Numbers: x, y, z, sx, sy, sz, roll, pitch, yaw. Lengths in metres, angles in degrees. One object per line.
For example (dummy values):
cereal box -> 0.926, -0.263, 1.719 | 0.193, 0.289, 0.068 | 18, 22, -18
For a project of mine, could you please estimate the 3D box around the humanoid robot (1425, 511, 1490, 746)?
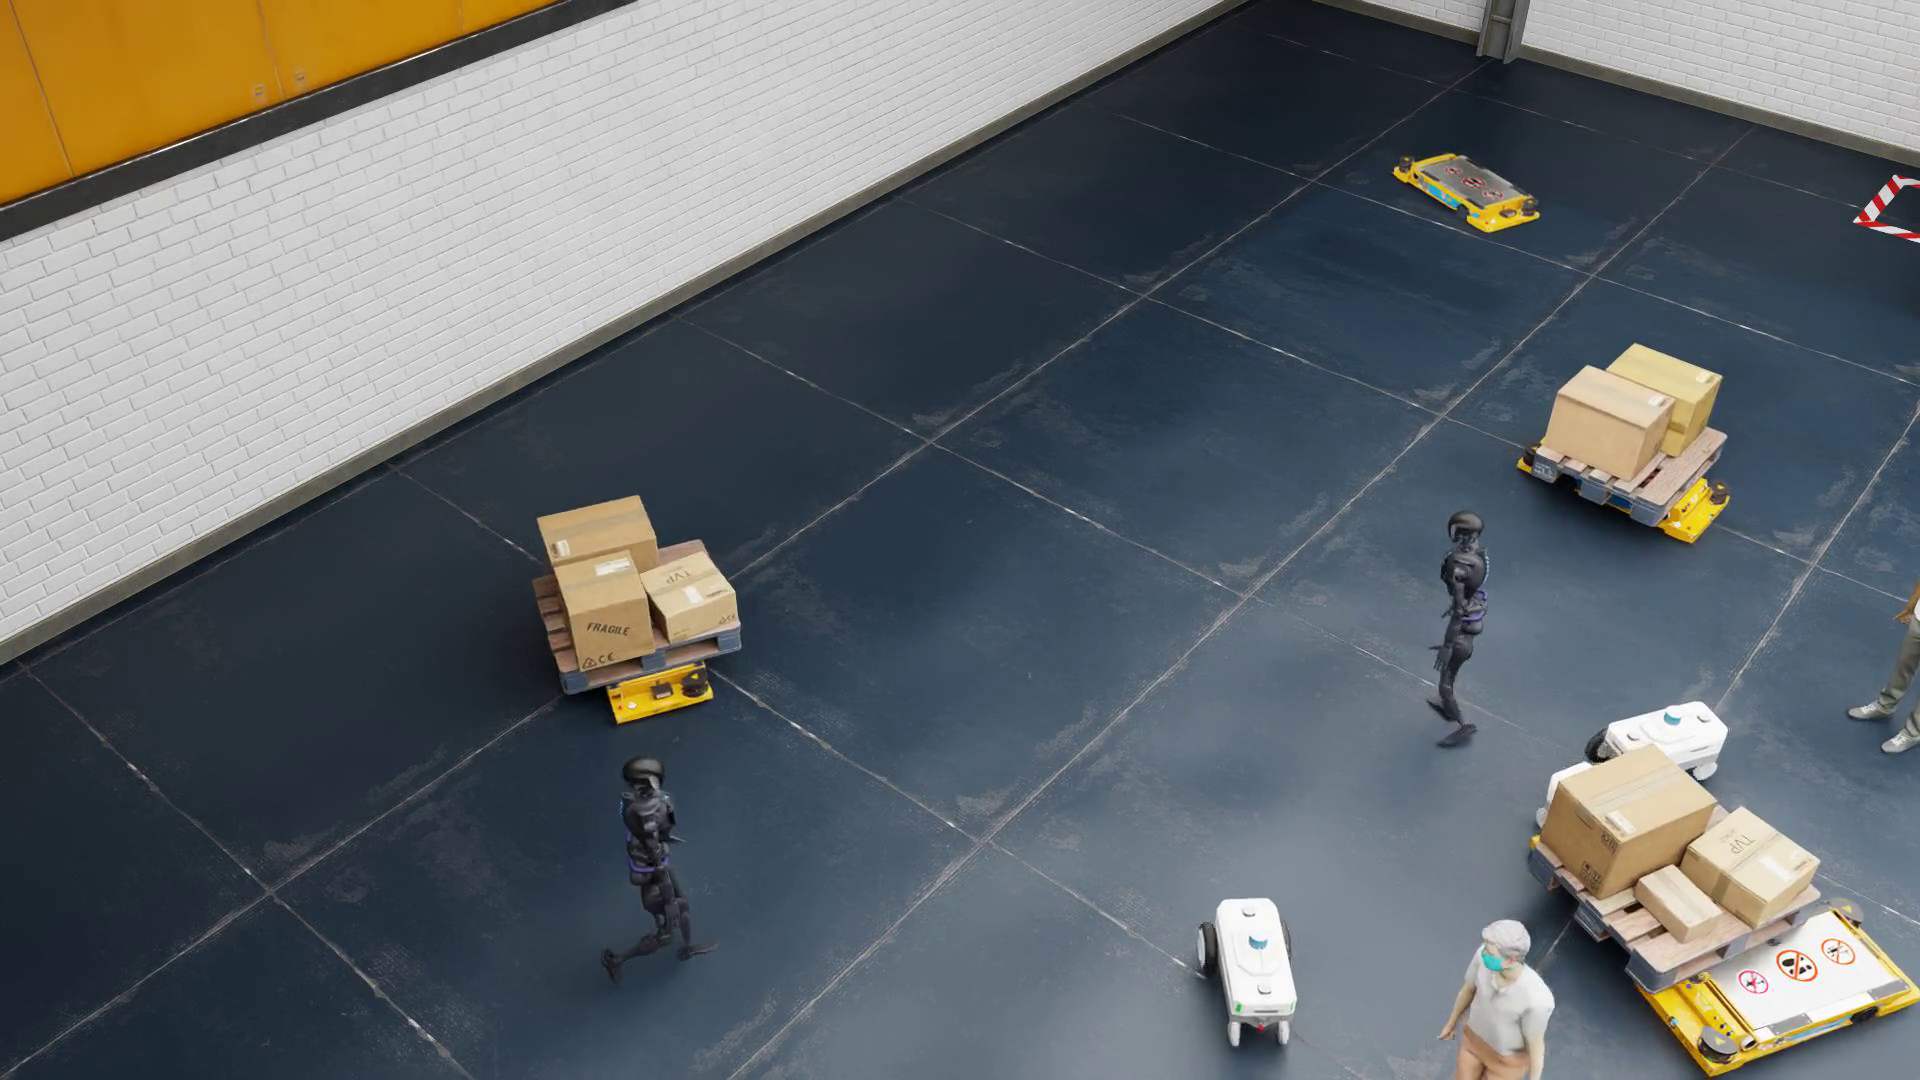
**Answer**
humanoid robot -> 3.191, 0.539, 10.498 | 0.485, 1.636, 0.611 | 13, 41, 16

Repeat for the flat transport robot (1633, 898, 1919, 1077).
flat transport robot -> 4.552, 2.461, 9.232 | 1.431, 0.231, 0.659 | -13, 41, -15

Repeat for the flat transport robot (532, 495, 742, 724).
flat transport robot -> -2.210, 0.664, 11.462 | 0.659, 0.231, 1.431 | -14, 41, -17

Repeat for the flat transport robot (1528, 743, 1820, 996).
flat transport robot -> 4.058, 2.114, 9.662 | 0.659, 0.231, 1.431 | -17, 42, -20

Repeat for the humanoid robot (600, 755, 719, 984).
humanoid robot -> -1.696, 1.759, 9.001 | 0.661, 1.640, 0.597 | -8, 40, -10

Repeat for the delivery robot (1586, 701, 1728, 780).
delivery robot -> 4.407, 1.285, 10.449 | 0.769, 0.577, 0.499 | -12, 40, -14

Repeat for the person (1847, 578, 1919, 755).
person -> 6.104, 0.560, 10.337 | 0.385, 1.841, 0.563 | -8, 40, -10

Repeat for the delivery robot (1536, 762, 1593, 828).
delivery robot -> 3.848, 1.712, 9.939 | 0.499, 0.601, 0.805 | -17, 42, -20

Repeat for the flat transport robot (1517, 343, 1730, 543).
flat transport robot -> 5.134, -0.480, 12.882 | 1.431, 0.231, 0.659 | 30, 47, 31

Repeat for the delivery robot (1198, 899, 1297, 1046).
delivery robot -> 1.612, 2.343, 9.144 | 0.499, 0.587, 0.788 | -1, 39, -1

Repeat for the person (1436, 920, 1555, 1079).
person -> 2.593, 2.484, 8.048 | 0.364, 1.716, 0.560 | -26, 45, -28

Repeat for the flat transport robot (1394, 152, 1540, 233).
flat transport robot -> 5.064, -3.512, 16.645 | 0.659, 0.231, 1.431 | -18, 42, -21
